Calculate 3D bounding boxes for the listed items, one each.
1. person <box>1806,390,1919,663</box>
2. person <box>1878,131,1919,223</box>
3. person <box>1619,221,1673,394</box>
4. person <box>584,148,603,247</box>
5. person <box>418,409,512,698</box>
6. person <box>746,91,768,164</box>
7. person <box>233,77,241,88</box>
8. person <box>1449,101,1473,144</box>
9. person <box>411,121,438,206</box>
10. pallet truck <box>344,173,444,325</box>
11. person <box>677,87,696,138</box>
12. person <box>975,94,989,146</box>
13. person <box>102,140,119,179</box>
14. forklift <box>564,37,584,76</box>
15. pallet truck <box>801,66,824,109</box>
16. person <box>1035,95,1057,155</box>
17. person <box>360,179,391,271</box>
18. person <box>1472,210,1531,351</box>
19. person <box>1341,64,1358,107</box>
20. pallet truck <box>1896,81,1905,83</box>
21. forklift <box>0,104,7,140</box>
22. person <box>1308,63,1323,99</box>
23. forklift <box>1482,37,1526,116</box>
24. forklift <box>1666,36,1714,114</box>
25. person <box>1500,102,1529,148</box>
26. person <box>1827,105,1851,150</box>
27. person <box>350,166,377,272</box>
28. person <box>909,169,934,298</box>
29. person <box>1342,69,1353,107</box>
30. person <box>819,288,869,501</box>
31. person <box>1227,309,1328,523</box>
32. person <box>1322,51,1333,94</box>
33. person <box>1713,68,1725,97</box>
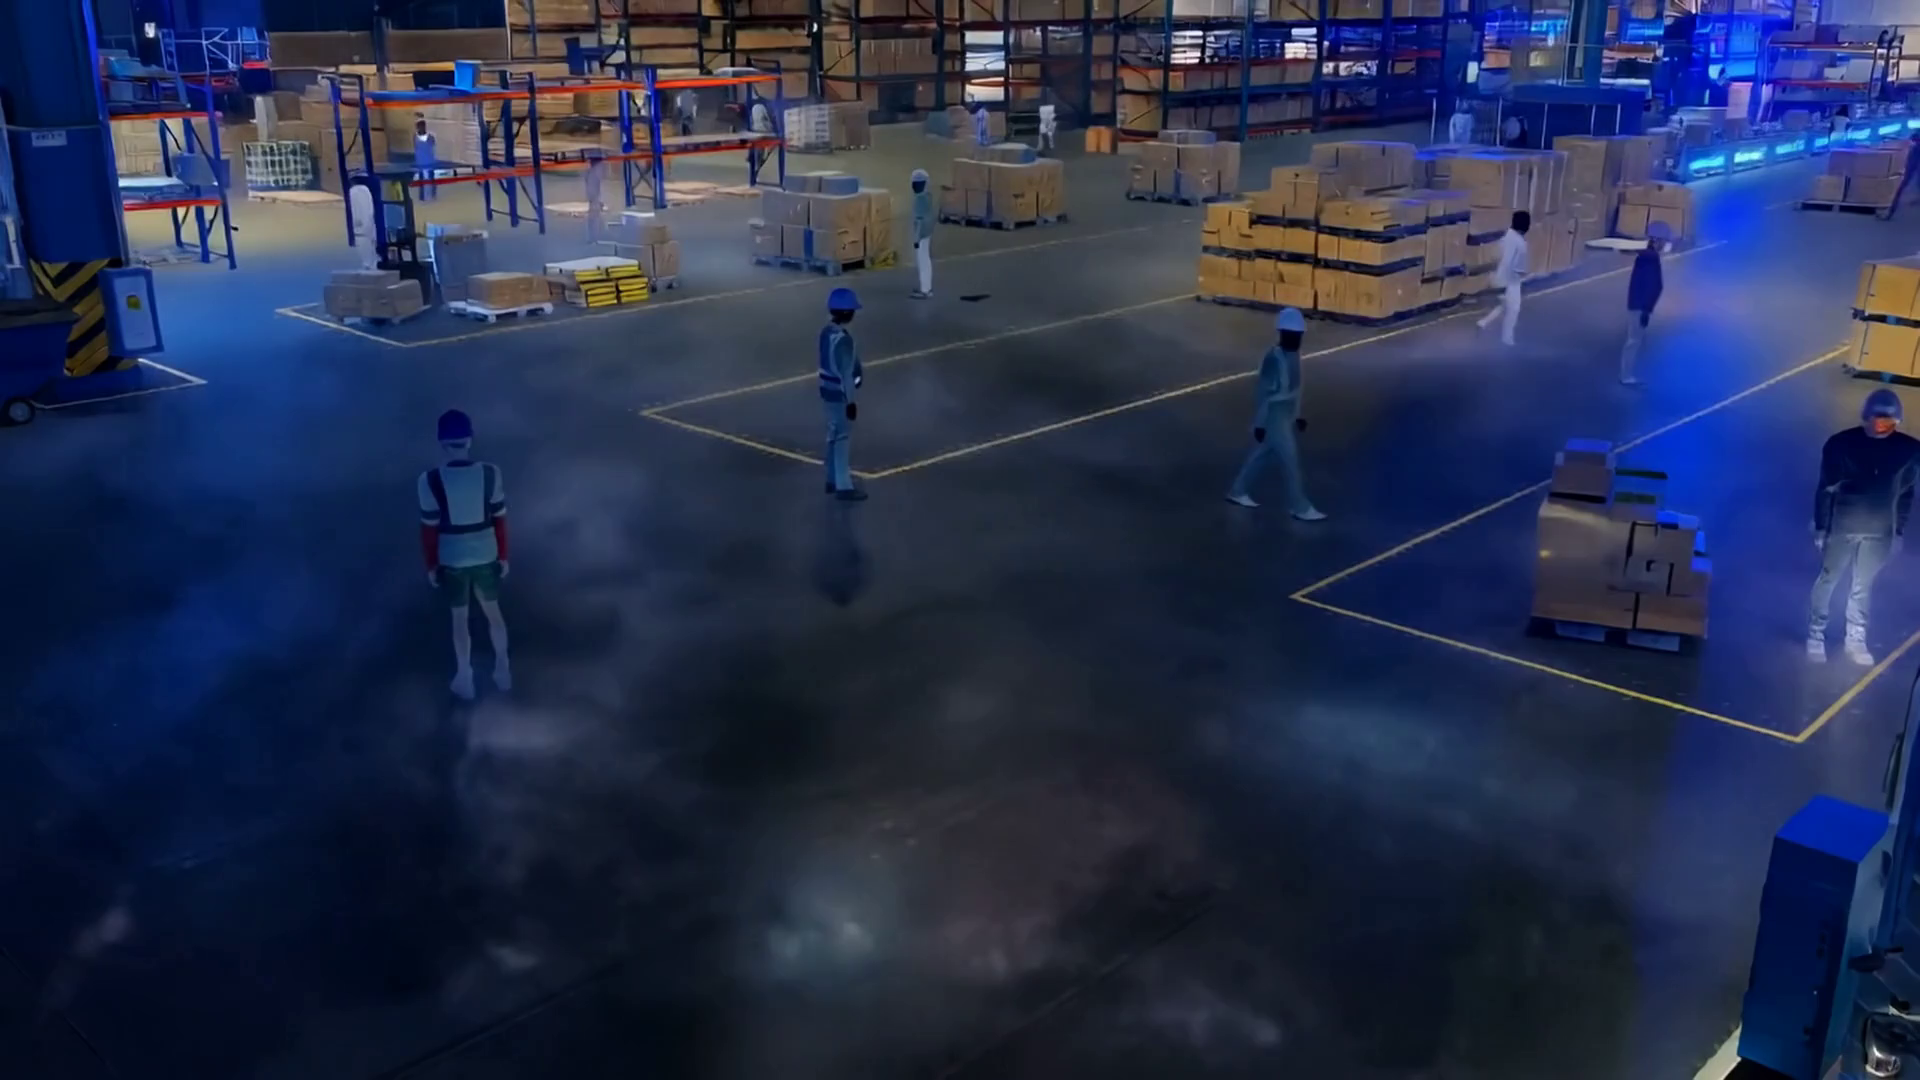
[{"bbox_3d":[6.240,-0.089,11.522,0.630,1.940,0.372,3,19,8],"label":"person"},{"bbox_3d":[19.137,-7.272,33.372,0.979,1.822,0.539,-2,18,-5],"label":"person"},{"bbox_3d":[7.967,-2.709,19.330,0.393,1.990,0.617,6,19,18],"label":"person"},{"bbox_3d":[-6.676,-6.259,30.385,0.329,1.765,0.526,4,19,12],"label":"person"},{"bbox_3d":[-3.259,0.089,10.987,0.551,1.934,0.373,-10,21,-27],"label":"person"},{"bbox_3d":[-5.507,-11.083,44.696,0.883,1.899,0.564,14,23,36],"label":"person"},{"bbox_3d":[-22.760,-13.715,52.703,0.602,1.866,0.981,-8,20,-22],"label":"person"},{"bbox_3d":[12.656,-10.170,42.078,0.611,1.820,0.515,-1,18,-4],"label":"person"},{"bbox_3d":[-11.624,-8.181,36.124,0.536,1.791,0.973,0,18,0],"label":"person"},{"bbox_3d":[-8.209,-4.181,23.757,0.823,1.965,1.885,3,19,9],"label":"pallet truck"},{"bbox_3d":[-8.181,-12.755,49.685,0.632,1.935,0.495,-7,20,-21],"label":"person"},{"bbox_3d":[0.564,-10.544,43.019,0.361,1.940,0.543,-2,18,-5],"label":"person"},{"bbox_3d":[-17.527,-7.466,33.799,0.764,1.893,0.873,-8,20,-22],"label":"person"},{"bbox_3d":[-14.198,-17.134,61.404,1.873,2.768,1.129,2,18,6],"label":"forklift"},{"bbox_3d":[-4.812,-15.182,56.903,0.823,1.965,1.885,-9,21,-26],"label":"pallet truck"},{"bbox_3d":[2.489,-11.838,47.367,0.533,1.653,0.832,10,21,27],"label":"person"},{"bbox_3d":[-9.375,-5.008,26.731,0.594,1.681,0.543,-10,21,-28],"label":"person"},{"bbox_3d":[7.087,-3.380,21.618,0.608,1.817,0.643,7,20,20],"label":"person"},{"bbox_3d":[14.496,-16.608,61.393,1.003,1.871,0.683,-2,18,-5],"label":"person"},{"bbox_3d":[34.802,-16.331,61.455,0.653,1.274,1.630,17,25,41],"label":"pallet truck"},{"bbox_3d":[-30.137,-13.577,50.687,1.129,2.768,1.873,17,25,41],"label":"forklift"},{"bbox_3d":[14.555,-18.877,68.287,0.640,1.852,1.027,-10,21,-28],"label":"person"},{"bbox_3d":[20.262,-16.925,60.775,1.873,2.768,1.129,10,21,29],"label":"forklift"},{"bbox_3d":[27.341,-17.291,61.877,1.129,2.768,1.873,17,25,41],"label":"forklift"},{"bbox_3d":[13.007,-9.257,38.984,0.683,2.000,0.982,-13,22,-34],"label":"person"},{"bbox_3d":[22.619,-10.363,42.878,0.714,1.672,0.530,-17,25,-41],"label":"person"},{"bbox_3d":[-9.890,-5.339,27.658,0.308,1.736,0.484,2,19,7],"label":"person"},{"bbox_3d":[-0.588,-4.654,25.294,0.368,1.928,0.585,3,19,8],"label":"person"},{"bbox_3d":[14.298,-16.502,61.365,0.415,1.683,0.549,0,18,0],"label":"person"},{"bbox_3d":[-1.087,-1.331,15.247,0.389,1.949,0.602,-7,20,-20],"label":"person"},{"bbox_3d":[2.830,-1.130,14.758,0.979,1.882,0.603,11,21,30],"label":"person"},{"bbox_3d":[16.512,-20.843,74.092,0.771,1.910,0.563,-12,22,-31],"label":"person"},{"bbox_3d":[29.372,-17.514,64.562,0.846,1.579,0.492,-11,21,-31],"label":"person"}]
